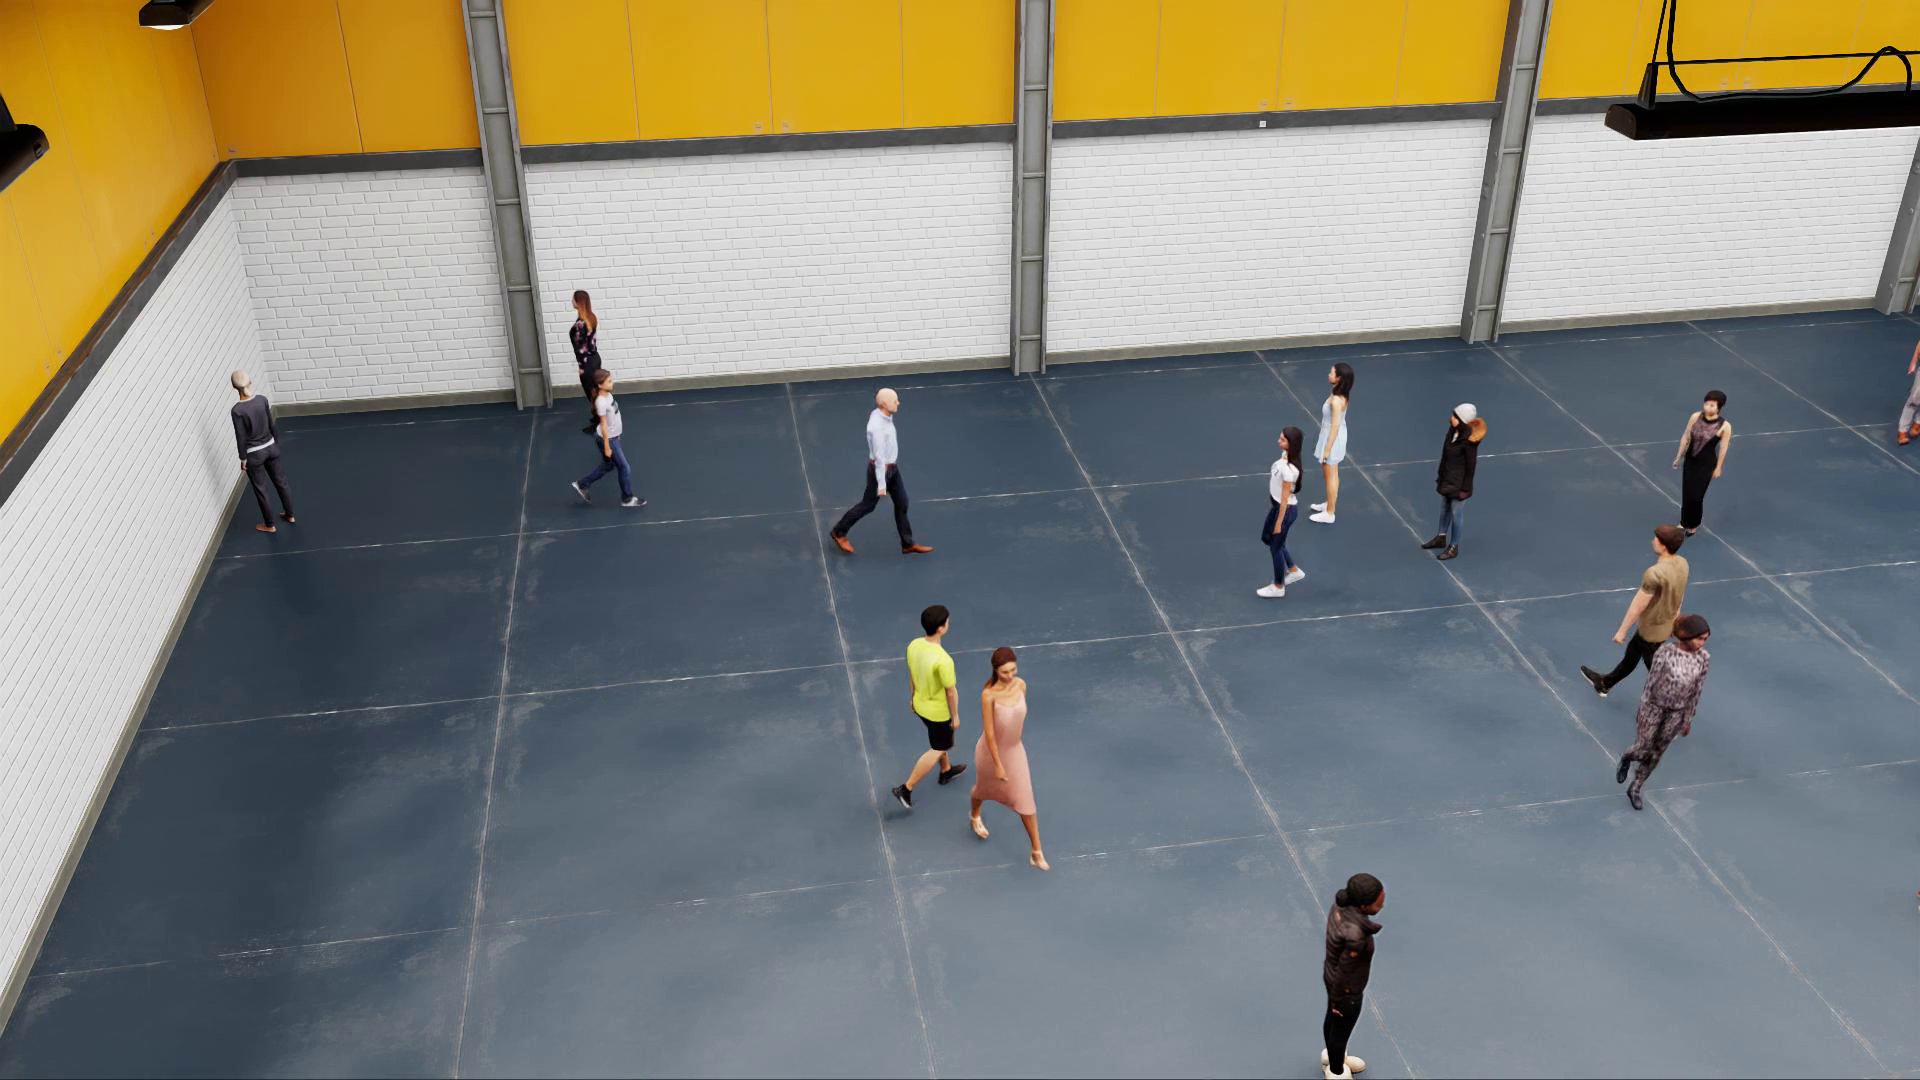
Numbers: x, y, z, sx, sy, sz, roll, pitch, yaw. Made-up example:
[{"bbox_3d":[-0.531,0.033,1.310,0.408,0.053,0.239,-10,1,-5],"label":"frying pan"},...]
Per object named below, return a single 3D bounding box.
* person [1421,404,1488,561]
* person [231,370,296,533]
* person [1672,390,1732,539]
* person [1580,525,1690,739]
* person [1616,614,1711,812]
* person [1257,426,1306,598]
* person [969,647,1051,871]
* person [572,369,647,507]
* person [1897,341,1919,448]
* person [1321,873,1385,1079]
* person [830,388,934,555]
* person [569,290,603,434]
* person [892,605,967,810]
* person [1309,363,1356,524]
[{"bbox_3d":[4.845,-0.595,16.237,0.638,1.635,0.658,-10,30,-17],"label":"person"},{"bbox_3d":[-7.038,-0.910,16.720,0.735,1.726,0.677,18,33,30],"label":"person"},{"bbox_3d":[7.441,-0.779,16.623,0.711,1.590,0.686,-18,34,-30],"label":"person"},{"bbox_3d":[5.732,0.779,13.548,1.264,1.799,1.155,-22,35,-34],"label":"person"},{"bbox_3d":[5.390,1.283,12.733,0.727,1.694,0.750,6,29,10],"label":"person"},{"bbox_3d":[3.088,-0.246,15.467,0.752,1.761,0.694,3,29,6],"label":"person"},{"bbox_3d":[0.229,1.536,12.186,1.117,1.775,0.911,-18,33,-29],"label":"person"},{"bbox_3d":[-3.689,-1.041,17.159,0.998,1.536,0.606,-2,29,-3],"label":"person"},{"bbox_3d":[10.889,-1.894,18.487,1.198,1.761,1.208,18,33,29],"label":"person"},{"bbox_3d":[2.338,2.705,10.161,0.603,1.661,0.655,-5,29,-8],"label":"person"},{"bbox_3d":[-0.848,-0.631,16.179,1.341,1.756,0.934,5,29,9],"label":"person"},{"bbox_3d":[-4.192,-2.027,18.814,0.604,1.683,0.636,4,29,7],"label":"person"},{"bbox_3d":[-0.252,1.292,12.728,1.144,1.684,0.966,-22,36,-35],"label":"person"},{"bbox_3d":[3.790,-0.999,16.882,0.674,1.729,0.668,9,30,16],"label":"person"}]
